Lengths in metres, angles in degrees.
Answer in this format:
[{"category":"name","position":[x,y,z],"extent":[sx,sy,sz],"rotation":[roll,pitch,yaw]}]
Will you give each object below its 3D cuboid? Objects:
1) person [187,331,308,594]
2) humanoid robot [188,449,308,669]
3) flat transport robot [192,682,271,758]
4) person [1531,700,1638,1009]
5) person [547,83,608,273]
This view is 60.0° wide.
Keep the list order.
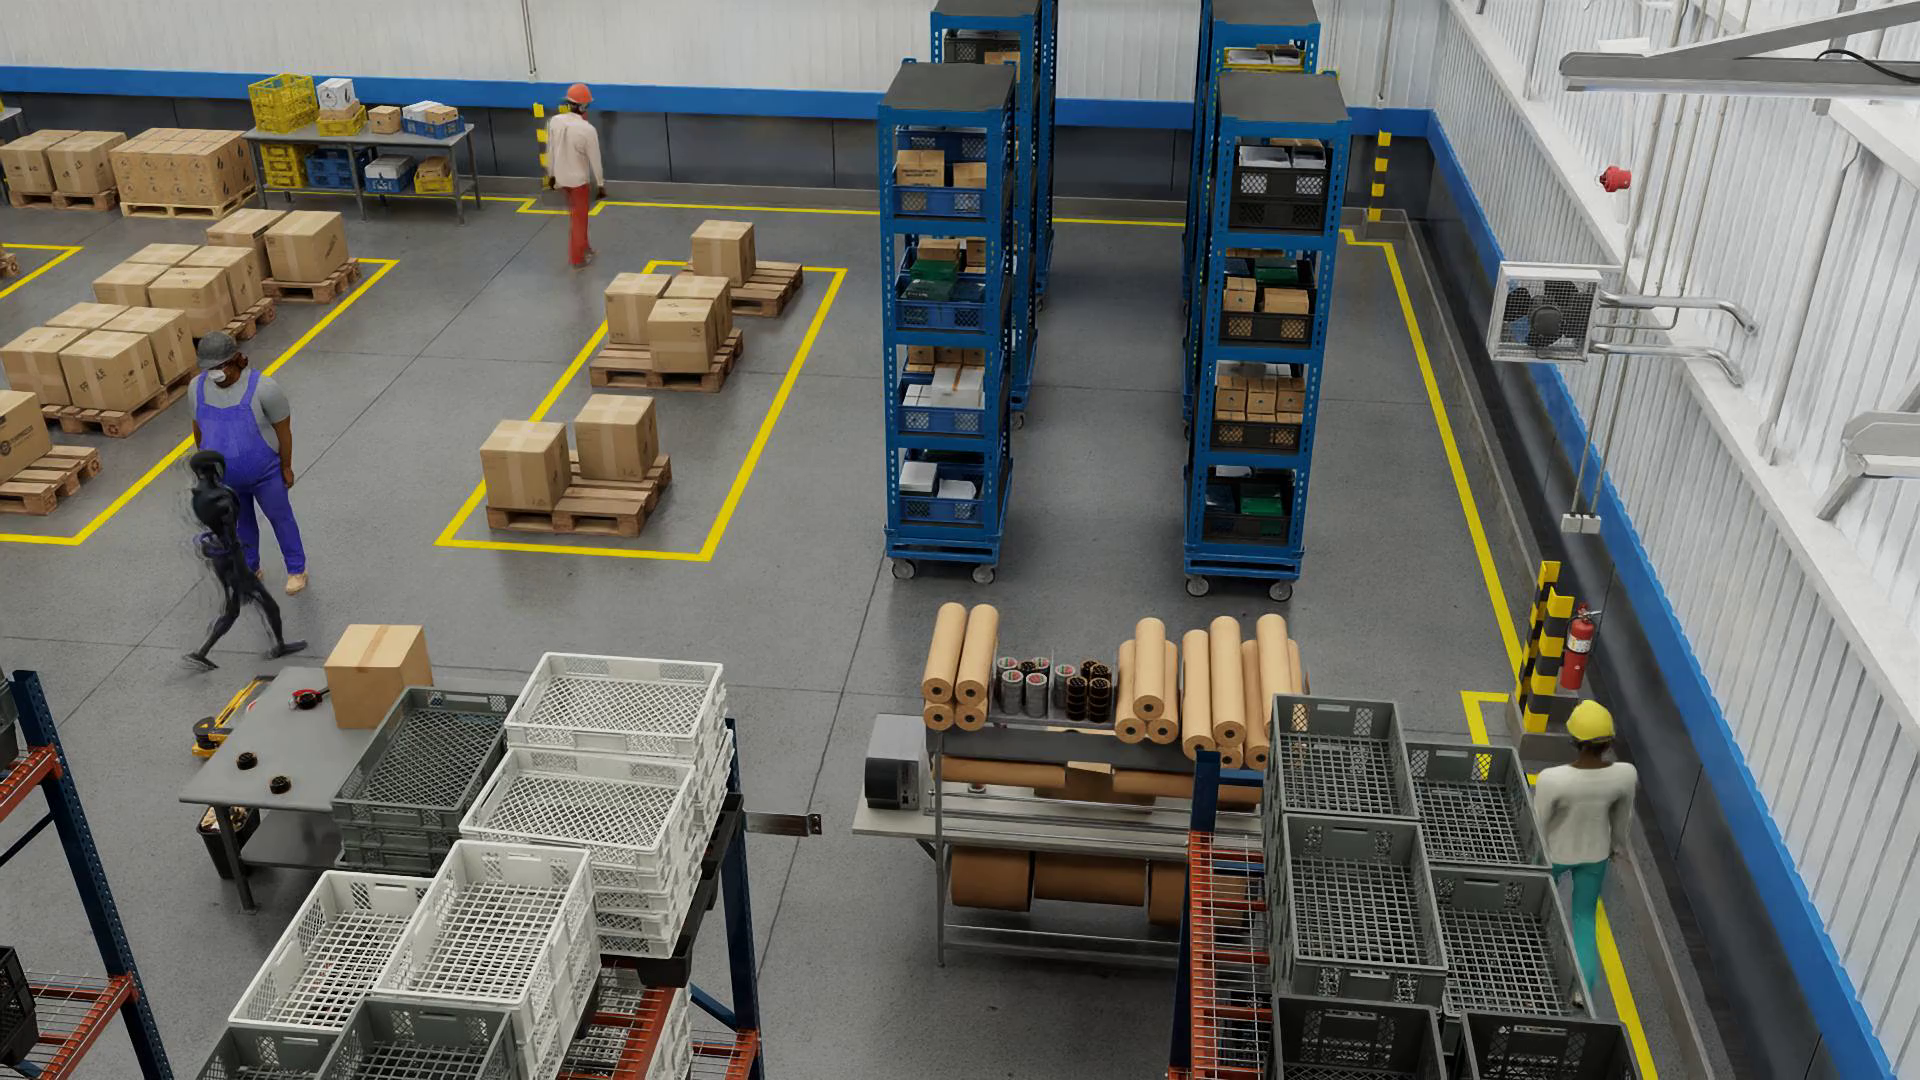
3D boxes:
[{"category":"person","position":[-5.089,-0.529,11.823],"extent":[0.688,2.000,0.540],"rotation":[1,30,1]},{"category":"humanoid robot","position":[-4.911,0.128,11.094],"extent":[0.686,1.635,0.580],"rotation":[-23,37,-34]},{"category":"flat transport robot","position":[-4.089,1.163,10.648],"extent":[1.431,0.197,0.652],"rotation":[3,30,6]},{"category":"person","position":[3.133,1.587,8.488],"extent":[0.538,1.756,0.639],"rotation":[-1,30,-2]},{"category":"person","position":[-4.004,-3.830,17.574],"extent":[0.646,1.957,0.695],"rotation":[19,35,29]}]
